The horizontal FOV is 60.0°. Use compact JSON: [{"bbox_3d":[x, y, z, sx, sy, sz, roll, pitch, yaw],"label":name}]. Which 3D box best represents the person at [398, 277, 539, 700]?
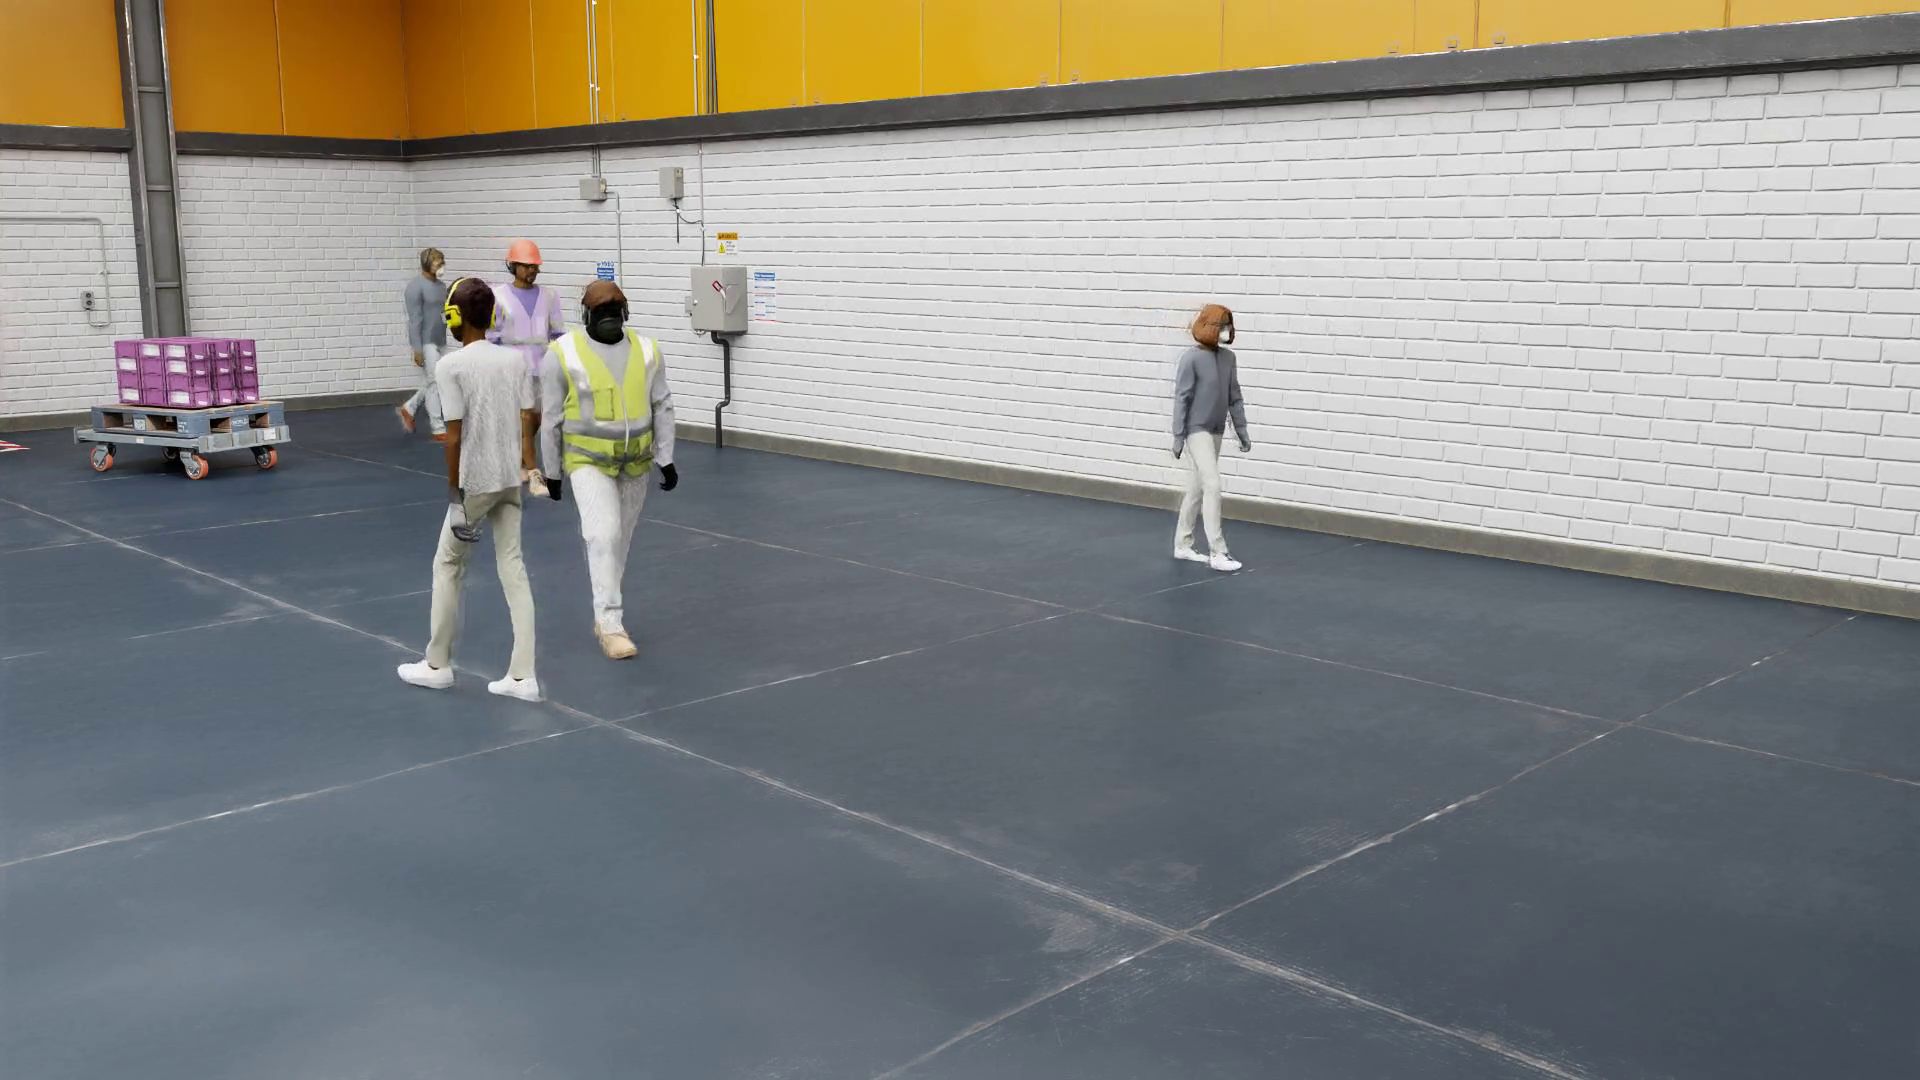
[{"bbox_3d":[-2.167,-0.227,7.342,0.842,1.830,0.524,7,13,35],"label":"person"}]

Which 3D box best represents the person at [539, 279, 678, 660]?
[{"bbox_3d":[-1.655,-0.347,8.064,0.618,1.805,0.775,-8,13,-36],"label":"person"}]

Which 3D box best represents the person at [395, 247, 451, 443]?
[{"bbox_3d":[-5.229,-1.894,16.227,0.684,1.916,0.627,3,11,14],"label":"person"}]

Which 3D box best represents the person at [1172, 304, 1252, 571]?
[{"bbox_3d":[1.581,-0.619,10.123,0.741,1.602,0.508,10,14,42],"label":"person"}]

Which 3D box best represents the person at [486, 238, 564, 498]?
[{"bbox_3d":[-3.451,-1.372,13.144,0.622,2.011,0.983,-8,13,-36],"label":"person"}]
